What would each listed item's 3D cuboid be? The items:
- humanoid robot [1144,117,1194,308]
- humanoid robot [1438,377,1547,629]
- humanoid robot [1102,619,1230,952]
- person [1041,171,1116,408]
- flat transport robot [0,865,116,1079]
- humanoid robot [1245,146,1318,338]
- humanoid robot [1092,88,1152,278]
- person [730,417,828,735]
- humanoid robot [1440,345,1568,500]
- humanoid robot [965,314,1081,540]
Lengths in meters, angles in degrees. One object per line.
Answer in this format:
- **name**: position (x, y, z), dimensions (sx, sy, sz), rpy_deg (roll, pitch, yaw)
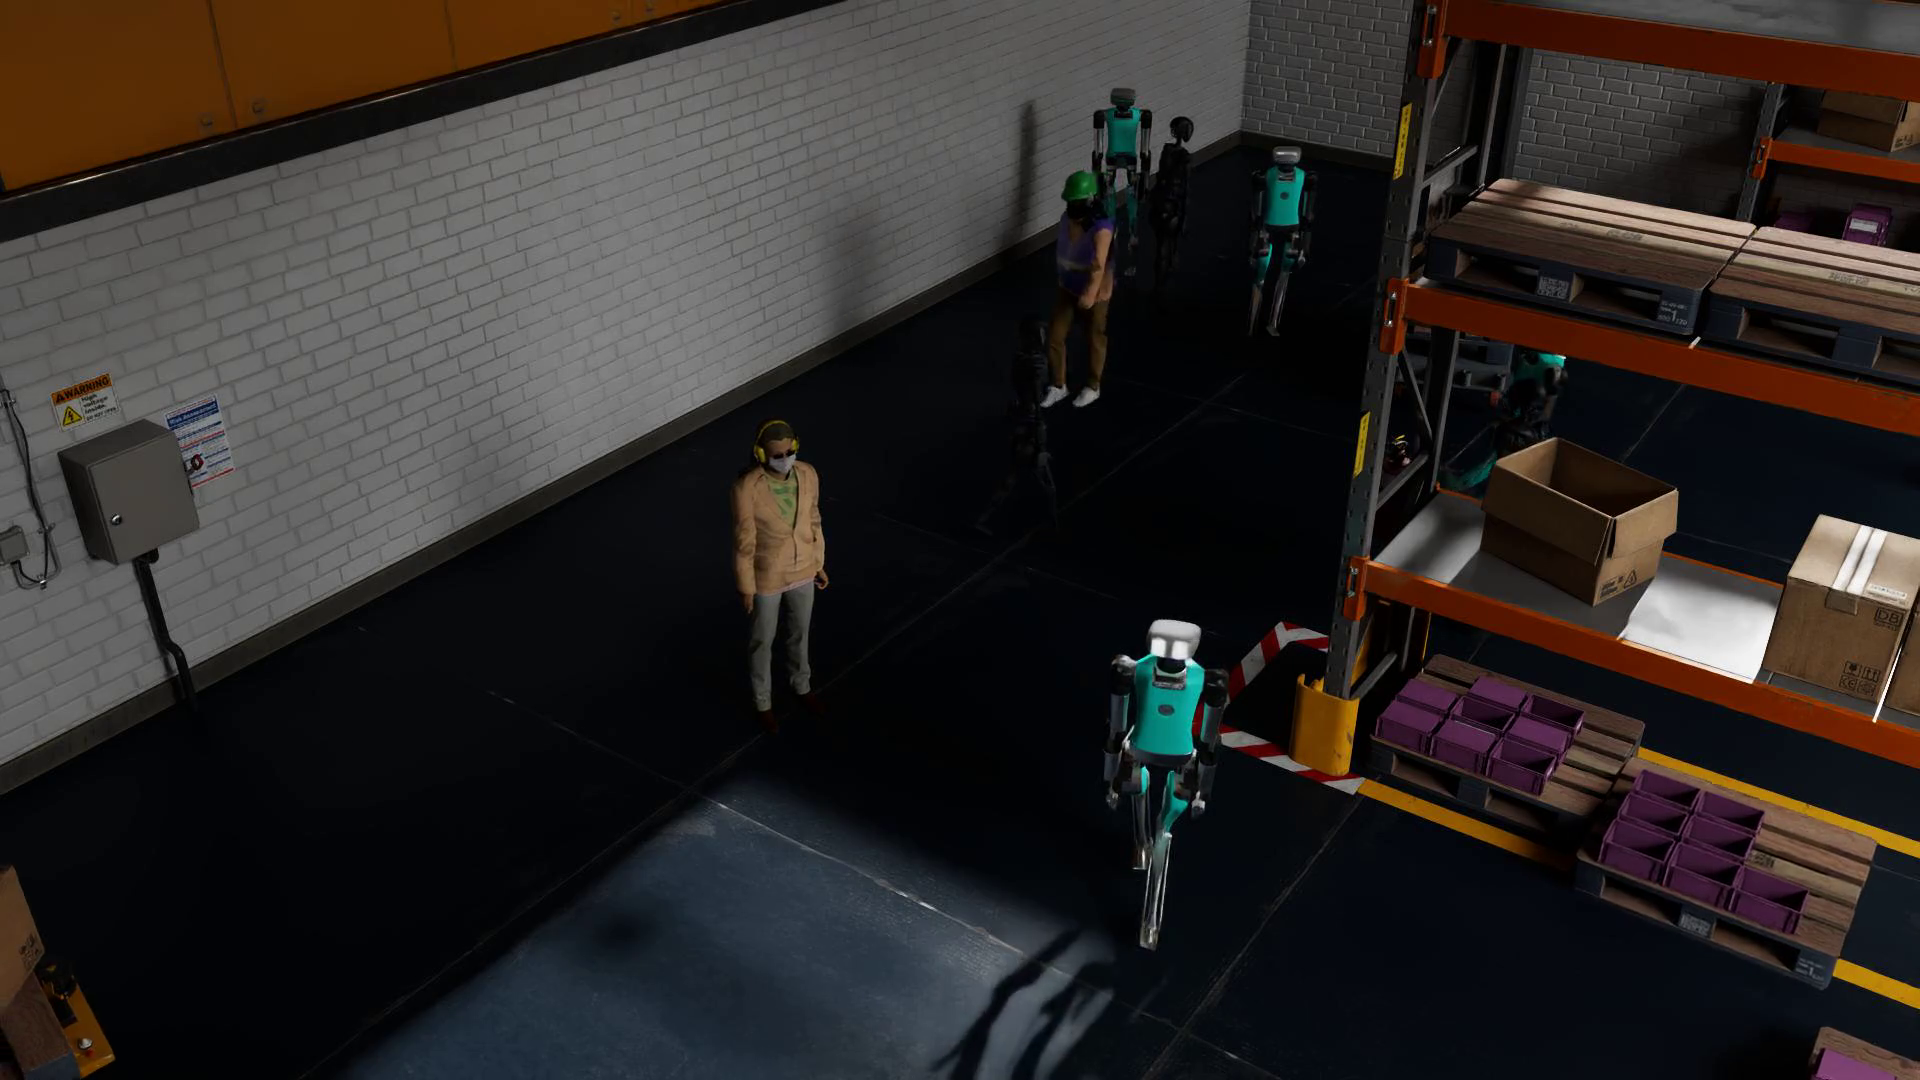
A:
- **humanoid robot**: position (1.800, -2.893, 14.656), dimensions (0.473, 1.645, 0.607), rpy_deg (-11, 32, -18)
- **humanoid robot**: position (3.267, -0.223, 10.004), dimensions (0.358, 1.649, 0.589), rpy_deg (22, 36, 32)
- **humanoid robot**: position (0.947, 1.023, 7.820), dimensions (0.546, 1.736, 1.042), rpy_deg (5, 30, 8)
- **person**: position (0.873, -1.864, 12.631), dimensions (0.531, 1.903, 0.696), rpy_deg (25, 38, 36)
- **flat transport robot**: position (-4.432, 2.313, 7.027), dimensions (1.431, 0.231, 0.659), rpy_deg (-23, 37, -34)
- **humanoid robot**: position (2.635, -2.448, 13.885), dimensions (0.536, 1.835, 0.766), rpy_deg (3, 30, 5)
- **humanoid robot**: position (1.445, -3.130, 14.867), dimensions (0.533, 1.677, 0.735), rpy_deg (1, 30, 1)
- **person**: position (-0.989, 0.174, 9.132), dimensions (0.556, 1.875, 0.390), rpy_deg (-19, 35, -30)
- **humanoid robot**: position (3.342, -0.527, 10.484), dimensions (0.682, 1.785, 0.548), rpy_deg (-2, 30, -3)
- **humanoid robot**: position (0.422, -0.721, 10.946), dimensions (0.772, 1.650, 0.596), rpy_deg (-4, 30, -7)
